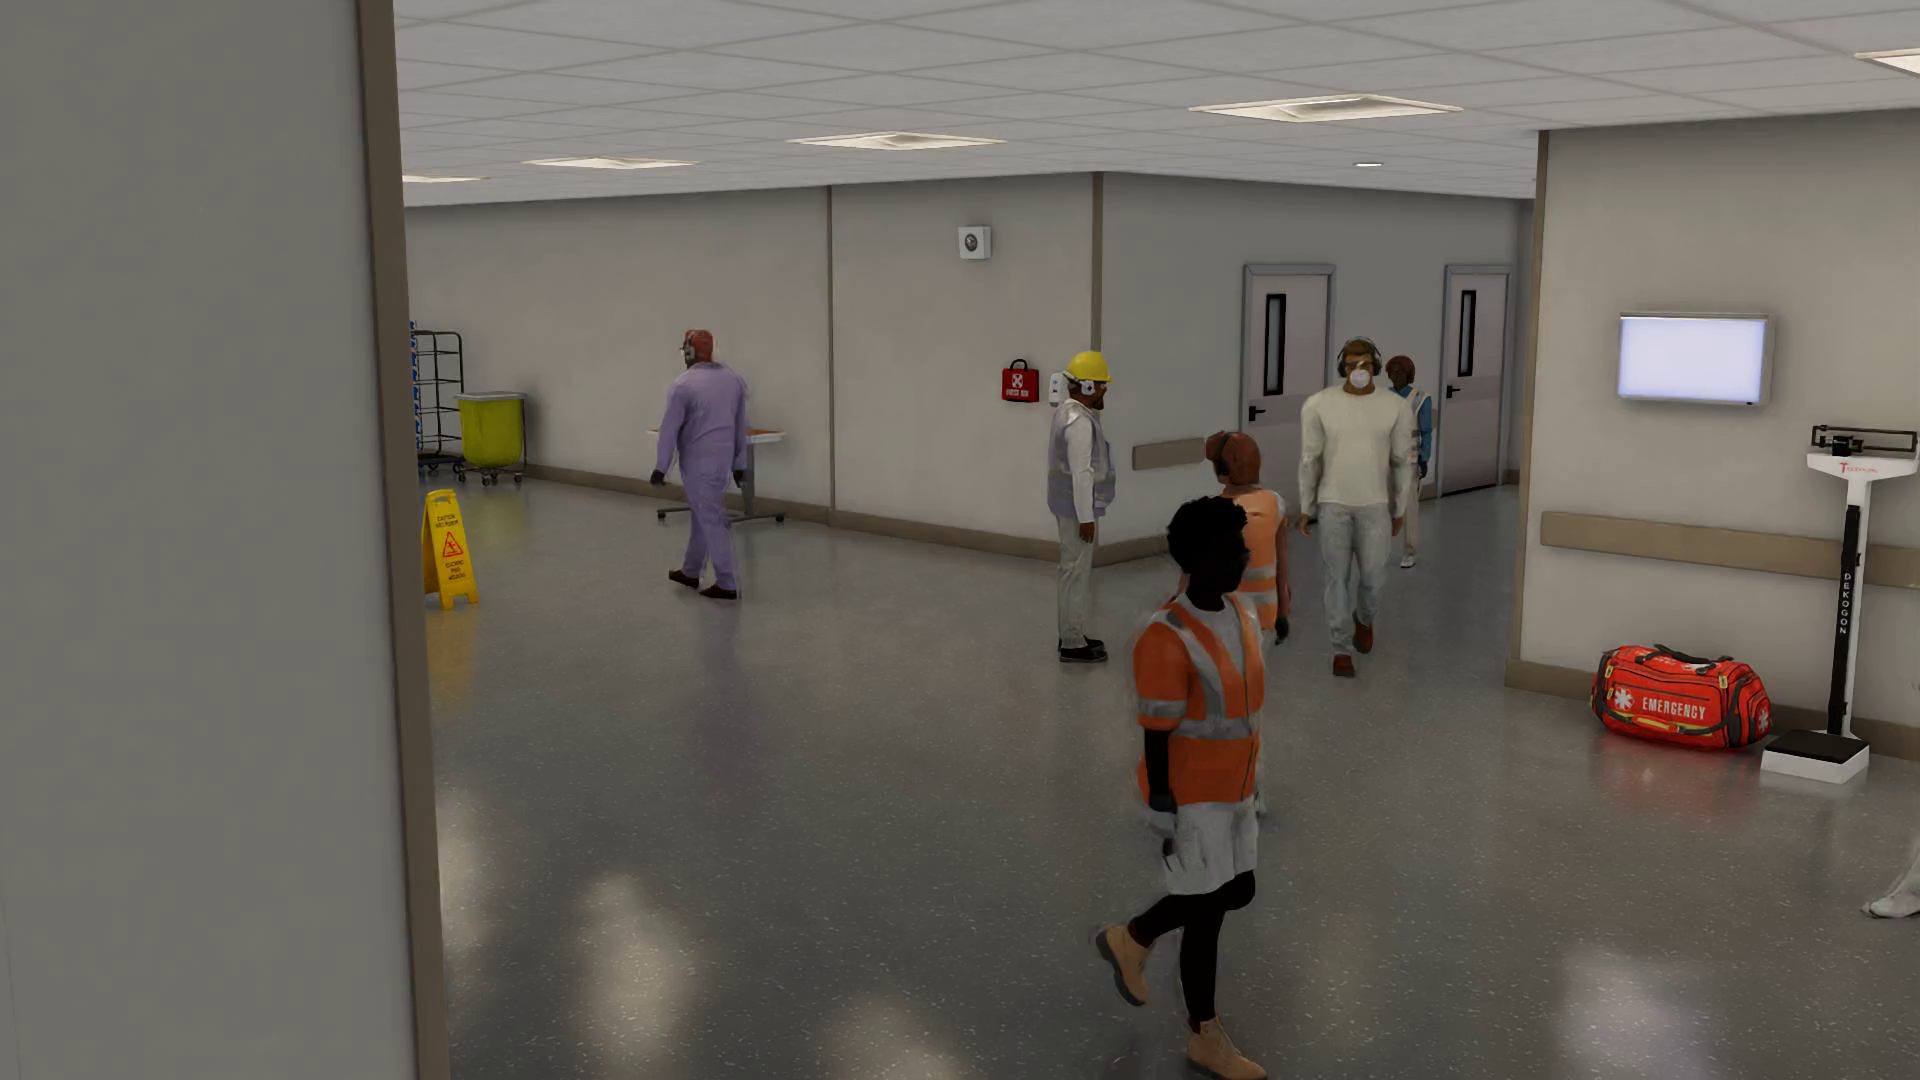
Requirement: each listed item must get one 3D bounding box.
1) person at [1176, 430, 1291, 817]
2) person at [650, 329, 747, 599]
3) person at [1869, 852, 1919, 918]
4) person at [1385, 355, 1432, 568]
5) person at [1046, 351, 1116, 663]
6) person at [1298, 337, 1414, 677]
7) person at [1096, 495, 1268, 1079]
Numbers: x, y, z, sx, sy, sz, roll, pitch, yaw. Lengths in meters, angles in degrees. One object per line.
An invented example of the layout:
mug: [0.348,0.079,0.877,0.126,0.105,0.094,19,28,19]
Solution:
person: [1.110,0.340,7.081,0.546,1.615,0.588,-7,12,-36]
person: [-1.892,-0.540,11.722,0.897,1.869,0.657,6,11,32]
person: [3.601,0.556,5.895,0.808,1.591,0.566,-2,10,-13]
person: [3.381,-0.605,12.857,0.525,1.637,0.307,7,12,38]
person: [0.711,-0.193,9.772,0.403,1.824,0.591,0,9,-2]
person: [2.238,-0.200,9.492,0.634,1.922,0.531,2,9,10]
person: [0.642,0.692,4.766,0.570,1.676,0.540,7,12,38]
